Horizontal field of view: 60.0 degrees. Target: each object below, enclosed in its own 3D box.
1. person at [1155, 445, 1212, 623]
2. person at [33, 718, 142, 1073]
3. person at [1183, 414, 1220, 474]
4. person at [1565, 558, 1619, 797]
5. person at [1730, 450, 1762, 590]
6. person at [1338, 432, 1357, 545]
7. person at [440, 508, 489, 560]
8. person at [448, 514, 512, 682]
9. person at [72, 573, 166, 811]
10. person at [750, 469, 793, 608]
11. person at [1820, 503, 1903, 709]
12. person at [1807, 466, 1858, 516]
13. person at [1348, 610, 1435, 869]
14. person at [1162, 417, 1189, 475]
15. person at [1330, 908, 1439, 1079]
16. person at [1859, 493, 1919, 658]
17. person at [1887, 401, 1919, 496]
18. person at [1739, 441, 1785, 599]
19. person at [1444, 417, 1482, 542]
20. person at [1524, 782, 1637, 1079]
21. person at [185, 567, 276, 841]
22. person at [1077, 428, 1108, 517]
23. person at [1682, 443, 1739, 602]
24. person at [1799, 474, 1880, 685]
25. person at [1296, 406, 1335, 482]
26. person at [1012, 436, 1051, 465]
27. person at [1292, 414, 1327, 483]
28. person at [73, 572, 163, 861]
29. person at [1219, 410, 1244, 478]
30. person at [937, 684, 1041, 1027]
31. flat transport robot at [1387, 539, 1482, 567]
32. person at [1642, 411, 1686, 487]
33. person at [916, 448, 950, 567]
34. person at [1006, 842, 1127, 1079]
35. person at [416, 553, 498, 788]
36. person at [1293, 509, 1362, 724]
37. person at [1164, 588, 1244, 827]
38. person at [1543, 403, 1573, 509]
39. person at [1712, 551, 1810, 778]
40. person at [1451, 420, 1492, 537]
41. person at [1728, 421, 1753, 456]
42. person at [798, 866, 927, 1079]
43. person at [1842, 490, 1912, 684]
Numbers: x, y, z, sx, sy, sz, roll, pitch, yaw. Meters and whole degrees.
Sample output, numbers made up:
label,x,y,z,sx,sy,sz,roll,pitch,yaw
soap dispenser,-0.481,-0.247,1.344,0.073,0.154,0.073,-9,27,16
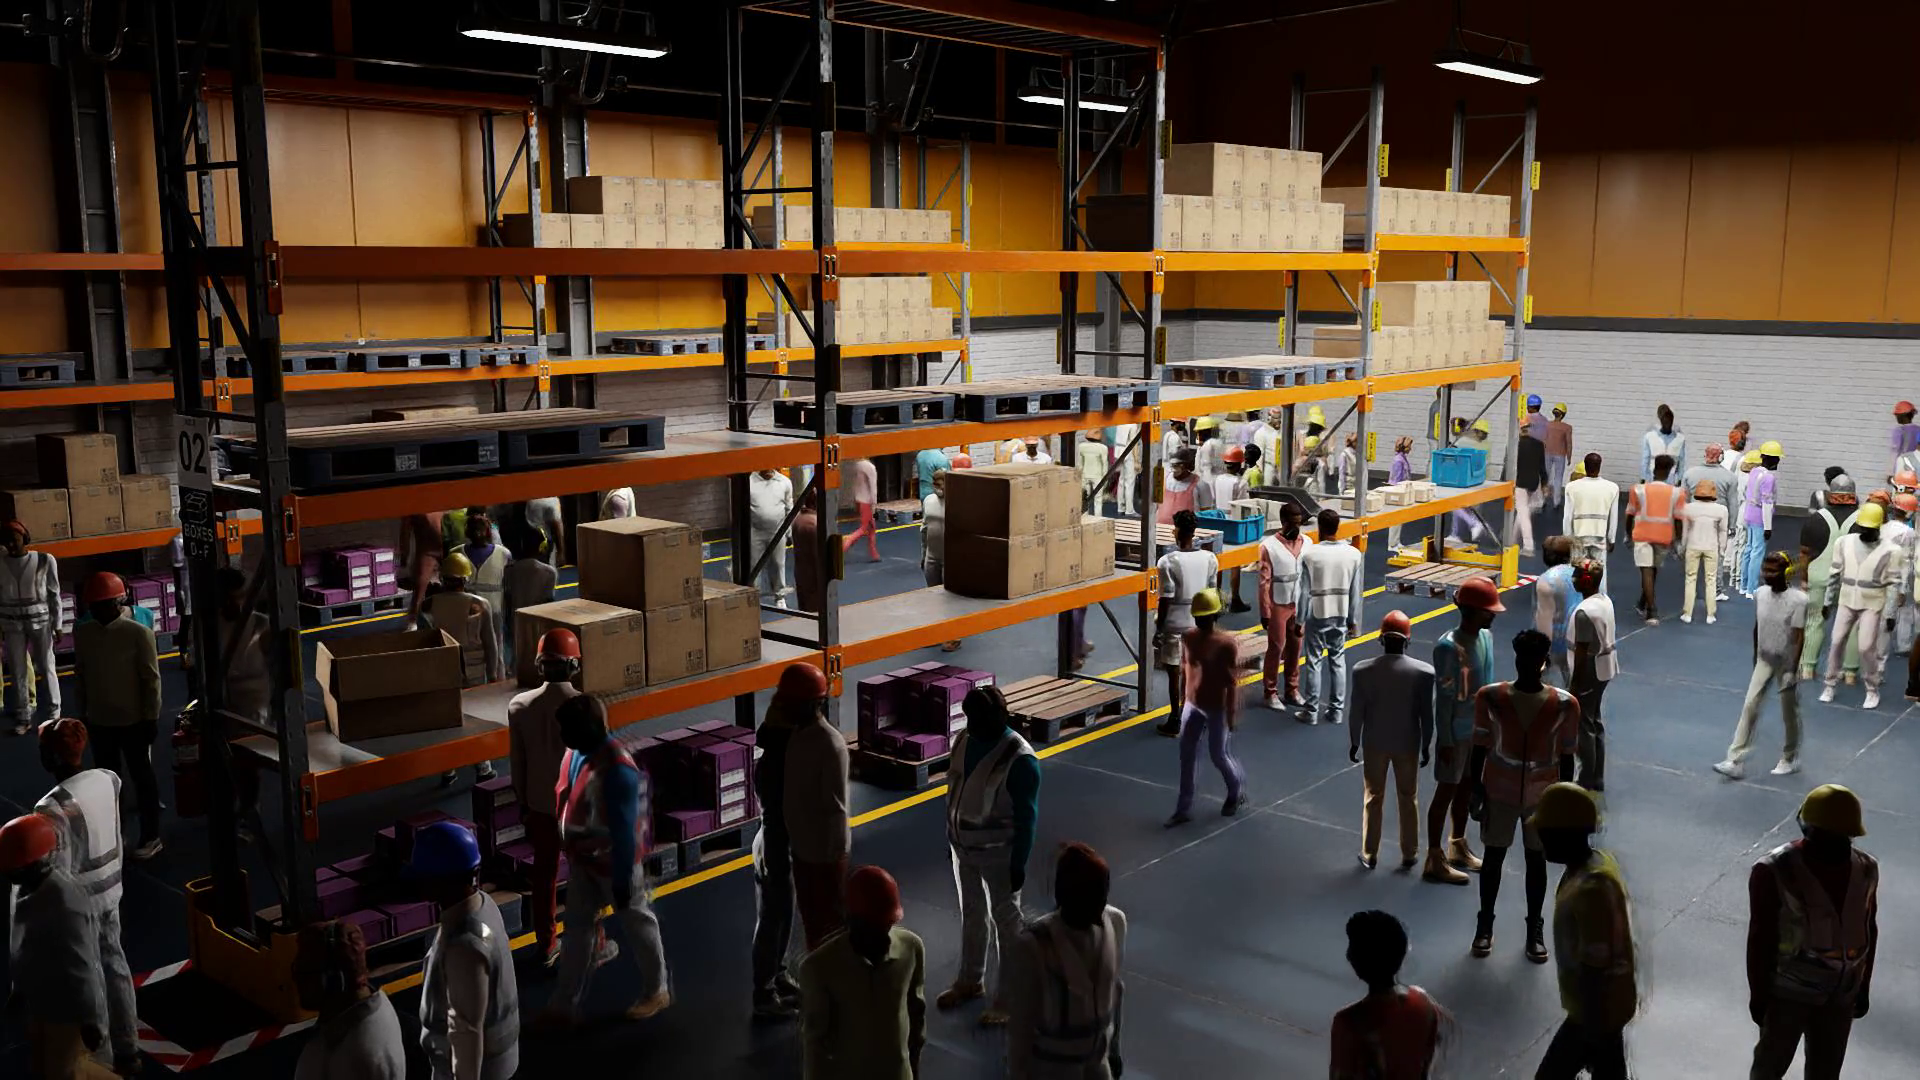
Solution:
label,x,y,z,sx,sy,sz,roll,pitch,yaw
person,2.434,-0.053,18.600,0.687,2.000,0.538,5,11,26
person,-4.280,1.781,8.120,0.337,1.880,0.585,1,10,4
person,3.699,-1.190,25.450,0.613,2.028,0.409,6,11,31
person,4.790,1.051,12.639,0.388,1.837,0.560,6,11,33
person,9.806,-0.249,20.656,0.298,1.743,0.492,2,10,10
person,5.640,-0.742,23.969,0.508,1.621,0.430,-8,13,-41
person,-5.320,0.227,17.950,0.533,1.698,0.322,-2,10,-13
person,-4.269,0.673,14.848,0.567,1.846,0.389,-2,10,-9
person,-6.156,1.131,12.170,0.388,1.836,0.561,8,13,41
person,-2.239,-0.093,19.267,0.643,1.902,0.399,-2,10,-12
person,8.240,0.588,15.218,0.428,1.908,0.648,-7,12,-37
person,10.317,-0.046,19.712,0.533,1.647,0.797,4,10,24
person,2.886,1.336,11.162,0.563,1.752,0.341,1,10,9
person,3.147,-0.952,24.327,0.388,1.926,0.549,0,10,0
person,1.605,2.219,6.114,0.563,1.672,0.589,-7,12,-36
person,9.512,0.370,17.034,0.783,1.724,0.557,-3,10,-18
person,13.848,-1.025,24.467,0.626,2.036,0.400,-5,11,-29
person,9.684,-0.238,20.076,0.398,1.920,0.586,1,10,8
person,7.228,-0.842,23.886,0.591,1.847,0.558,7,12,37
person,2.607,1.958,7.078,0.706,1.886,0.618,4,10,22
person,-5.147,1.149,11.760,0.607,1.920,0.988,0,10,-2
person,1.987,-0.902,24.887,0.501,1.631,0.286,6,11,30
person,9.007,-0.216,19.973,0.652,1.906,0.408,9,13,42
person,8.506,0.363,16.118,0.680,2.000,0.535,6,11,32
person,5.408,-1.113,25.383,0.594,1.898,0.892,1,10,8
person,0.987,-0.641,22.977,0.570,1.750,0.344,-1,10,-3
person,5.005,-0.898,24.152,0.671,1.864,0.507,-6,11,-34
person,-5.733,1.192,11.304,0.622,1.993,0.382,2,10,11
person,4.488,-1.363,27.357,0.492,1.729,0.324,4,10,20
person,0.138,1.670,8.930,0.429,1.838,0.621,-8,12,-40
flat transport robot,6.422,0.184,22.461,0.652,0.197,1.431,9,13,43
person,10.365,-0.978,24.569,0.596,1.901,0.664,1,10,7
person,-0.312,-0.528,21.876,0.398,1.899,0.649,-5,11,-29
person,0.376,2.050,6.657,0.625,1.849,0.901,-7,12,-38
person,-3.875,1.009,12.885,0.600,1.829,0.404,-1,10,-3
person,3.234,0.679,14.642,0.598,1.908,0.410,-3,10,-16
person,1.808,1.193,12.044,0.692,1.742,0.541,-9,13,-42
person,9.827,-1.387,27.425,0.533,1.757,0.336,8,12,39
person,6.325,0.998,13.009,0.971,1.818,0.507,-6,11,-34
person,7.609,-0.894,24.581,0.577,1.738,0.356,-3,10,-17
person,12.148,-1.062,25.904,0.403,1.606,0.551,-1,10,-9
person,-0.331,2.128,6.503,0.576,1.729,0.693,-5,11,-25
person,8.822,0.449,16.070,0.585,1.882,0.337,8,12,38
